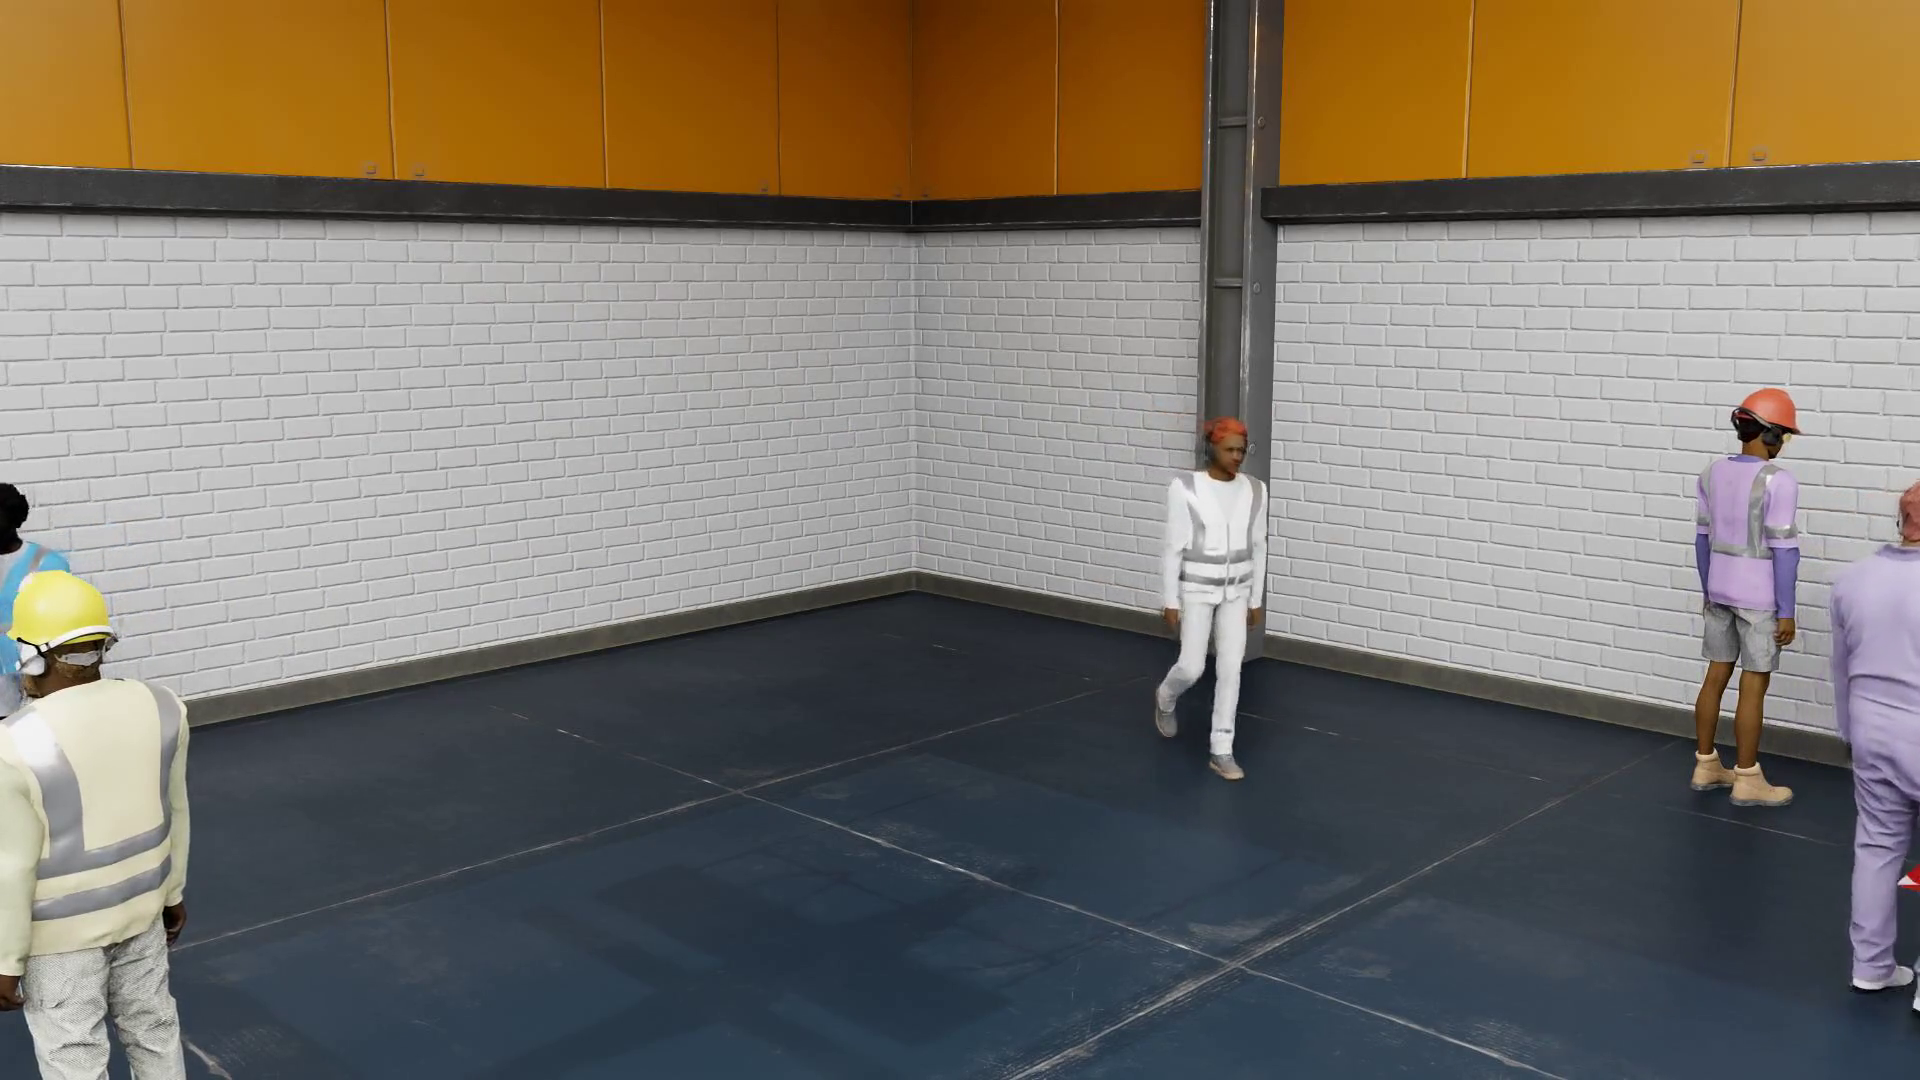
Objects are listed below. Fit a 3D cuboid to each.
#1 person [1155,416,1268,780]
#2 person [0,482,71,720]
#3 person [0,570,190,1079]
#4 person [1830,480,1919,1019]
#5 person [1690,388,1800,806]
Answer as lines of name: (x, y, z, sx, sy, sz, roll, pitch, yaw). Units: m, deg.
person: (1.291, 0.272, 8.711, 0.584, 1.865, 0.704, -3, 10, -16)
person: (-4.270, 0.533, 7.716, 0.539, 1.670, 0.768, 1, 9, 6)
person: (-2.313, 0.985, 4.405, 0.404, 1.831, 0.600, 4, 10, 22)
person: (3.351, 0.724, 5.815, 0.422, 1.896, 0.700, -4, 10, -21)
person: (3.866, 0.276, 8.142, 0.383, 2.036, 0.605, -3, 10, -17)
